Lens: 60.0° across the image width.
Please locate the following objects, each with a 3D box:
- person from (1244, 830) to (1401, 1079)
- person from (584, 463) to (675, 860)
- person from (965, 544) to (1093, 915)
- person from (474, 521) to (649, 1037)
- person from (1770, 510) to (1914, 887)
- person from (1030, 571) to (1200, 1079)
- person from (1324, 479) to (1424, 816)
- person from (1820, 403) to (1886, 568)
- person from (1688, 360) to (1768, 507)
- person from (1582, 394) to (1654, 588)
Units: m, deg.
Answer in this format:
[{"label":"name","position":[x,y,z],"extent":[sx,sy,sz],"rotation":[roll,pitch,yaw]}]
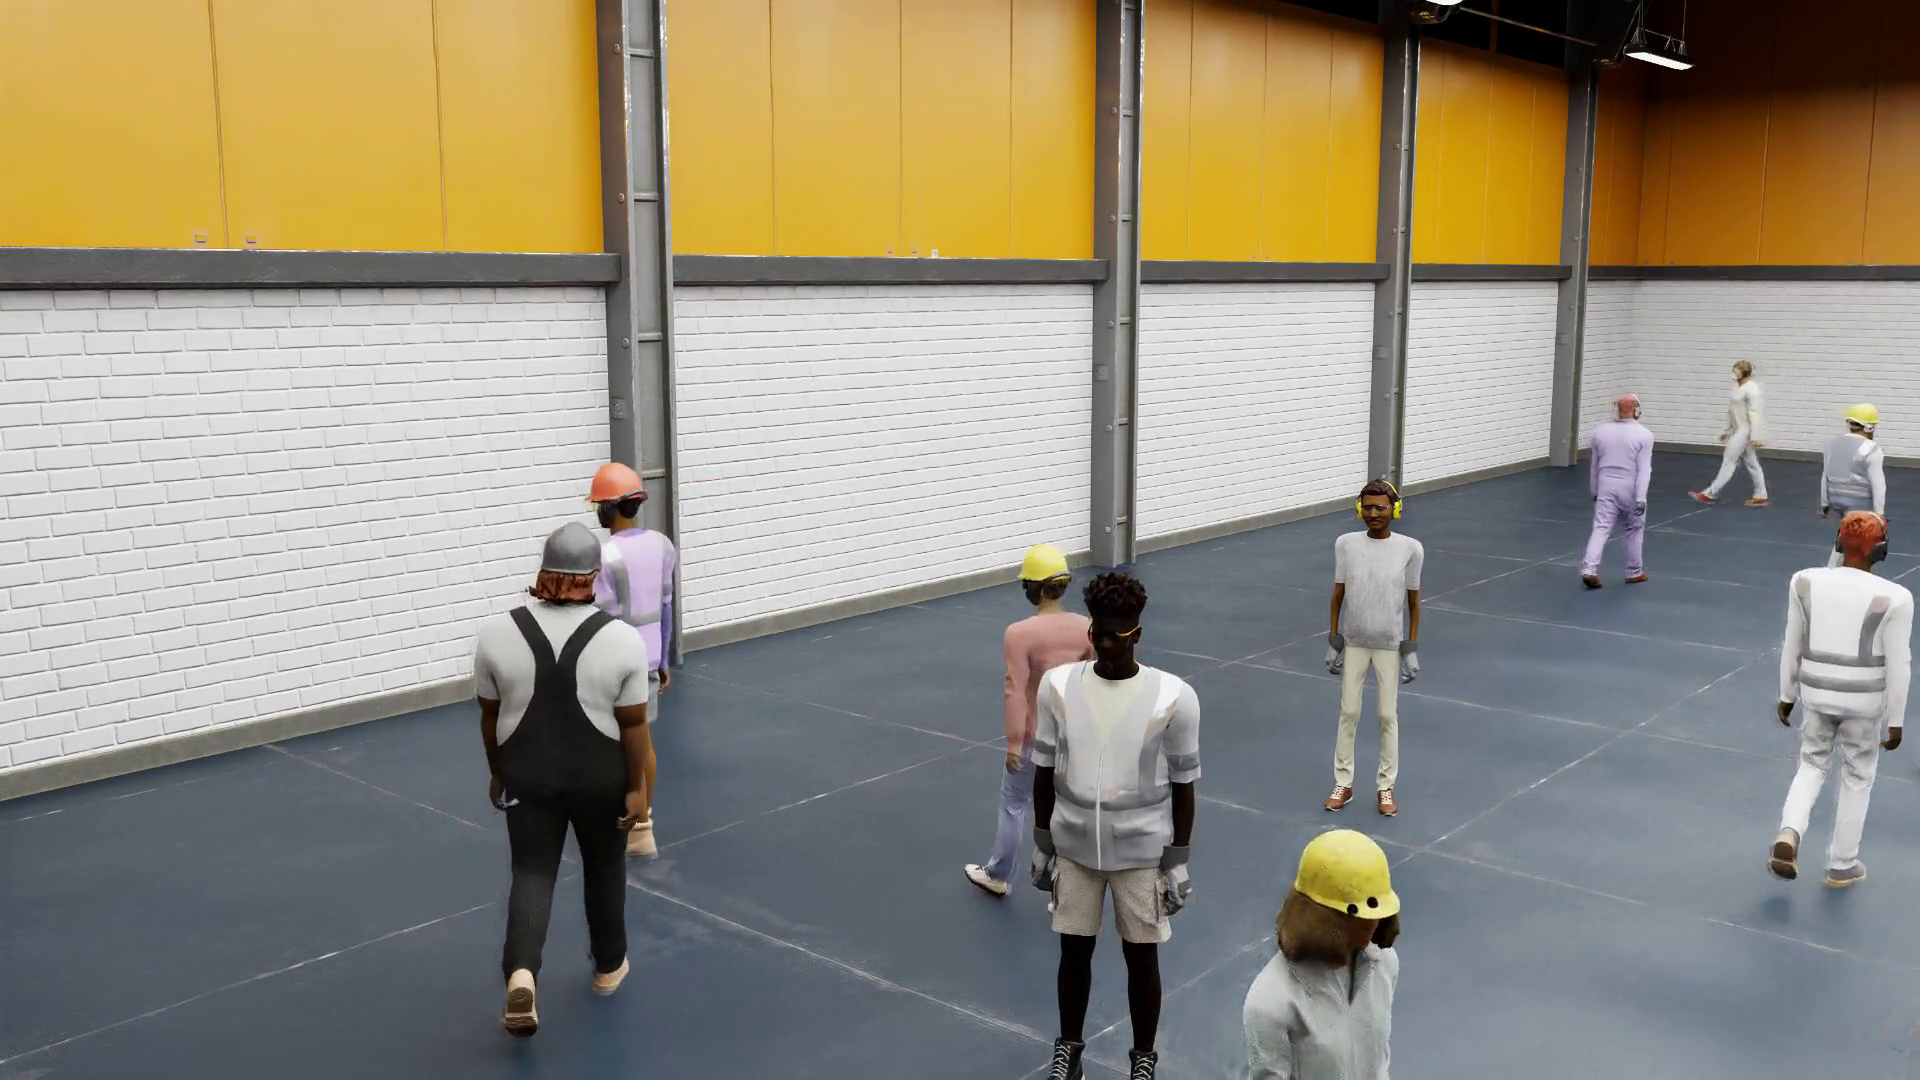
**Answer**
[{"label":"person","position":[0.892,1.510,3.863],"extent":[0.507,1.712,0.747],"rotation":[-6,11,-32]},{"label":"person","position":[-1.731,0.614,8.525],"extent":[0.426,2.042,0.606],"rotation":[5,10,28]},{"label":"person","position":[0.347,0.877,7.775],"extent":[0.553,1.730,0.827],"rotation":[-6,11,-33]},{"label":"person","position":[-1.571,0.915,6.614],"extent":[0.688,2.000,0.846],"rotation":[-1,9,-4]},{"label":"person","position":[4.213,0.786,7.979],"extent":[0.597,1.861,0.591],"rotation":[-7,12,-39]},{"label":"person","position":[0.529,1.074,5.849],"extent":[0.602,1.966,0.368],"rotation":[3,10,19]},{"label":"person","position":[2.278,0.590,9.195],"extent":[0.508,1.870,0.329],"rotation":[3,10,20]},{"label":"person","position":[8.154,-0.337,15.172],"extent":[0.422,1.816,0.617],"rotation":[-3,10,-19]},{"label":"person","position":[9.957,-1.363,21.394],"extent":[1.035,1.879,0.647],"rotation":[2,9,11]},{"label":"person","position":[6.279,-0.464,15.868],"extent":[0.992,1.861,0.648],"rotation":[-8,12,-40]}]
